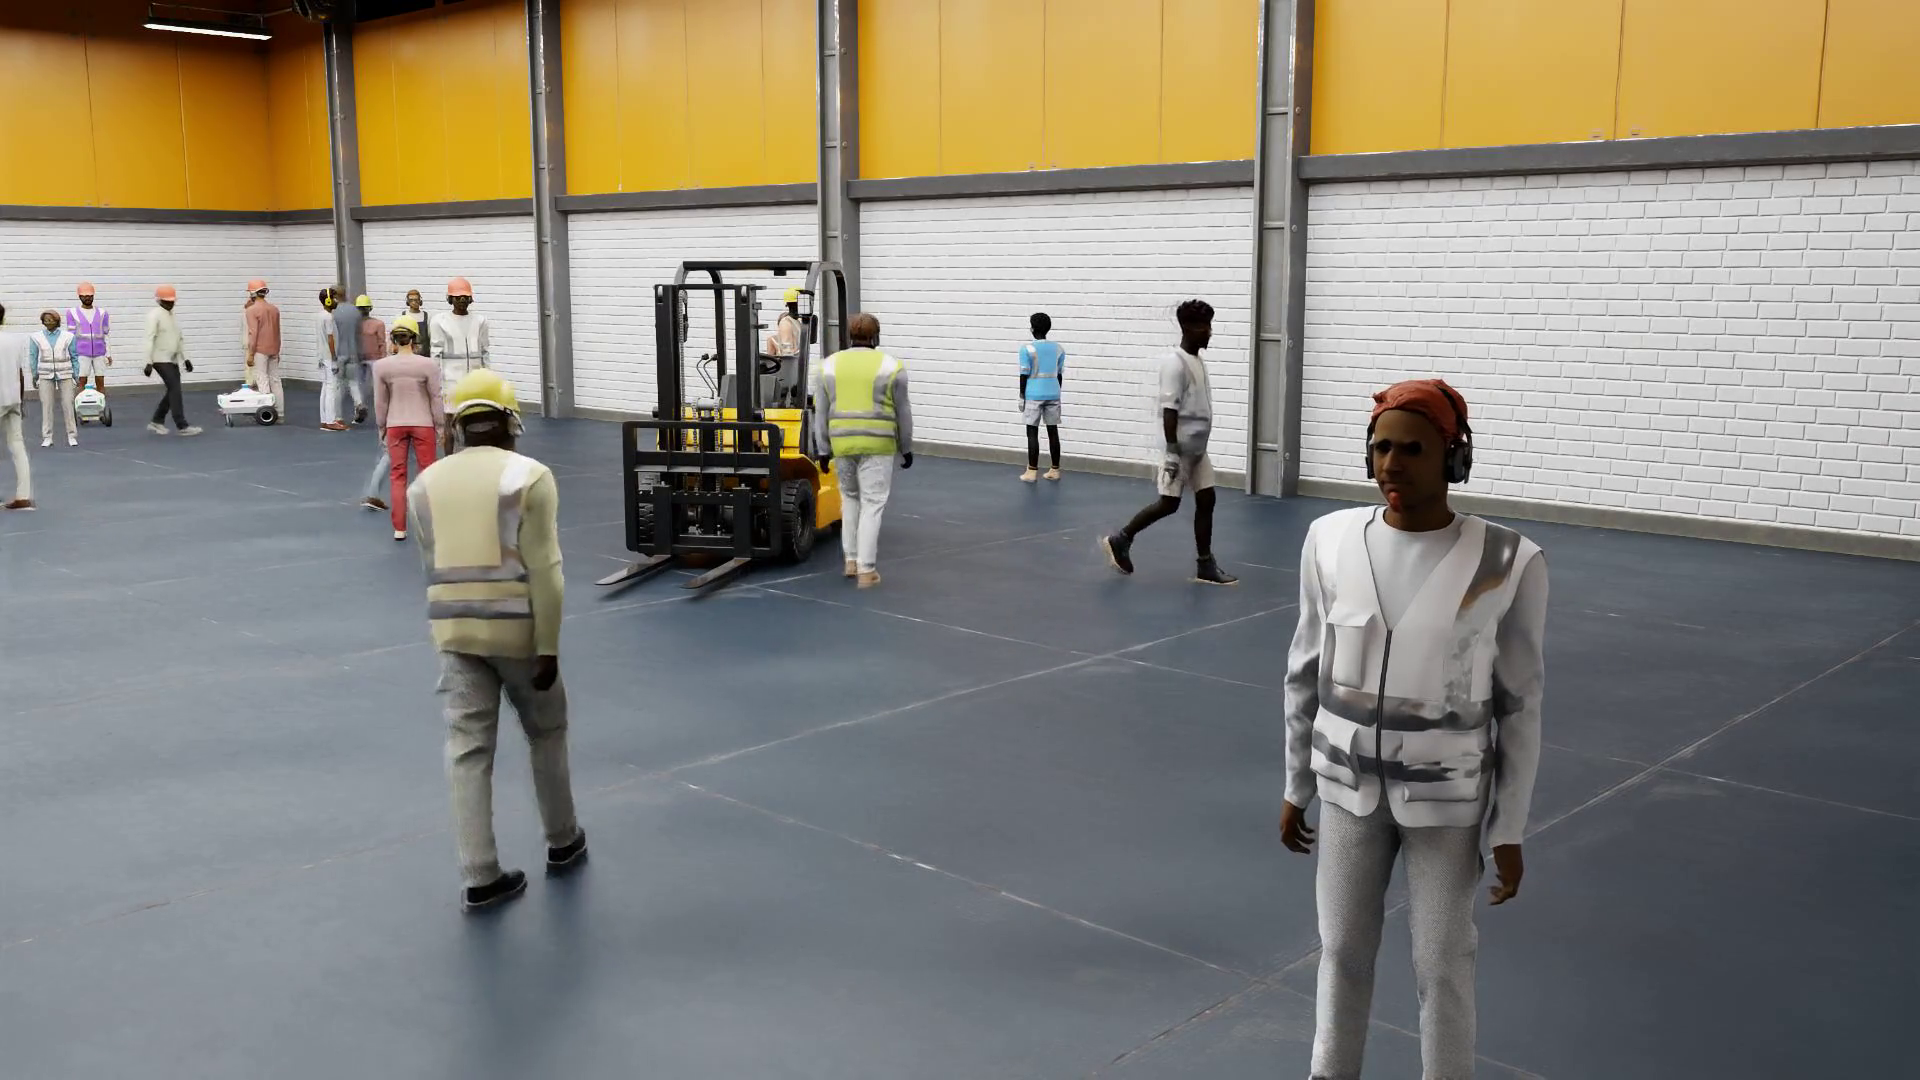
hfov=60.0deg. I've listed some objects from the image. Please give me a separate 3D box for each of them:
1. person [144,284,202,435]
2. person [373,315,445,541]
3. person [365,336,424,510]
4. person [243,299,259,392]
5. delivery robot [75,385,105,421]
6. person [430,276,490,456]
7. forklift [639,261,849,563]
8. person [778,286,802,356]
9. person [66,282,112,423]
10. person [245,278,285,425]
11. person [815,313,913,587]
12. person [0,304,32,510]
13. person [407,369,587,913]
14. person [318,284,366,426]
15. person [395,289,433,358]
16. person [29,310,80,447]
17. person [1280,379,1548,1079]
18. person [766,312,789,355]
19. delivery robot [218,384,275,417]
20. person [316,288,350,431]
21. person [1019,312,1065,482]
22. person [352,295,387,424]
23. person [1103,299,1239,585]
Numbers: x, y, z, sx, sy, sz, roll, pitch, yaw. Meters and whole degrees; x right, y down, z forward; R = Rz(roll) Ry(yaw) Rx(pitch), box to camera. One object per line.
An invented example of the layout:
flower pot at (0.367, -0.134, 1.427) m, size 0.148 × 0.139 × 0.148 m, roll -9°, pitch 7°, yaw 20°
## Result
person at (-10.067, -2.282, 21.144) m, size 0.680 × 1.945 × 0.654 m, roll 1°, pitch 9°, yaw 4°
person at (-4.291, -0.868, 13.001) m, size 0.523 × 1.761 × 0.326 m, roll -1°, pitch 9°, yaw -4°
person at (-4.907, -1.058, 14.683) m, size 0.512 × 1.589 × 0.865 m, roll 7°, pitch 12°, yaw 38°
person at (-12.211, -3.346, 28.671) m, size 0.576 × 1.609 × 0.376 m, roll 8°, pitch 12°, yaw 41°
delivery robot at (-11.729, -1.852, 22.422) m, size 0.477 × 0.478 × 0.707 m, roll -4°, pitch 10°, yaw -25°
person at (-4.984, -1.616, 16.711) m, size 0.613 × 2.041 × 0.393 m, roll -7°, pitch 12°, yaw -37°
forklift at (-1.552, -1.040, 12.721) m, size 1.214 × 2.155 × 2.313 m, roll 2°, pitch 9°, yaw 11°
person at (-1.807, -1.805, 18.214) m, size 0.358 × 1.930 × 0.590 m, roll 1°, pitch 9°, yaw 4°
person at (-12.033, -2.592, 23.020) m, size 0.542 × 1.938 × 0.358 m, roll -8°, pitch 12°, yaw -40°
person at (-9.511, -2.566, 22.684) m, size 0.396 × 1.992 × 0.623 m, roll 3°, pitch 10°, yaw 15°
person at (-0.627, -0.615, 11.277) m, size 0.632 × 1.821 × 0.711 m, roll 3°, pitch 10°, yaw 16°
person at (-8.480, -1.177, 14.603) m, size 0.696 × 1.845 × 0.571 m, roll 3°, pitch 10°, yaw 20°
person at (-1.570, 0.315, 5.696) m, size 0.597 × 1.777 × 0.770 m, roll 2°, pitch 9°, yaw 12°
person at (-8.275, -2.470, 22.313) m, size 0.554 × 1.919 × 0.680 m, roll 6°, pitch 11°, yaw 31°
person at (-7.319, -2.445, 22.400) m, size 0.508 × 1.846 × 0.342 m, roll -4°, pitch 10°, yaw -25°
person at (-10.805, -1.929, 19.873) m, size 0.522 × 1.636 × 0.310 m, roll -4°, pitch 10°, yaw -24°
person at (0.983, 0.585, 3.711) m, size 0.574 × 1.883 × 0.355 m, roll 6°, pitch 11°, yaw 34°
person at (-1.959, -1.767, 18.859) m, size 0.514 × 1.645 × 0.309 m, roll -7°, pitch 11°, yaw -36°
delivery robot at (-9.665, -1.868, 22.524) m, size 0.707 × 0.478 × 0.477 m, roll -4°, pitch 10°, yaw -23°
person at (-8.288, -2.371, 21.875) m, size 0.309 × 1.868 × 0.535 m, roll -7°, pitch 11°, yaw -35°
person at (0.813, -1.419, 16.586) m, size 0.536 × 1.691 × 0.319 m, roll -6°, pitch 11°, yaw -31°
person at (-8.104, -2.459, 22.727) m, size 0.523 × 1.769 × 0.324 m, roll -1°, pitch 9°, yaw -6°
person at (1.428, -0.657, 11.202) m, size 0.888 × 1.935 × 0.618 m, roll 5°, pitch 10°, yaw 27°
